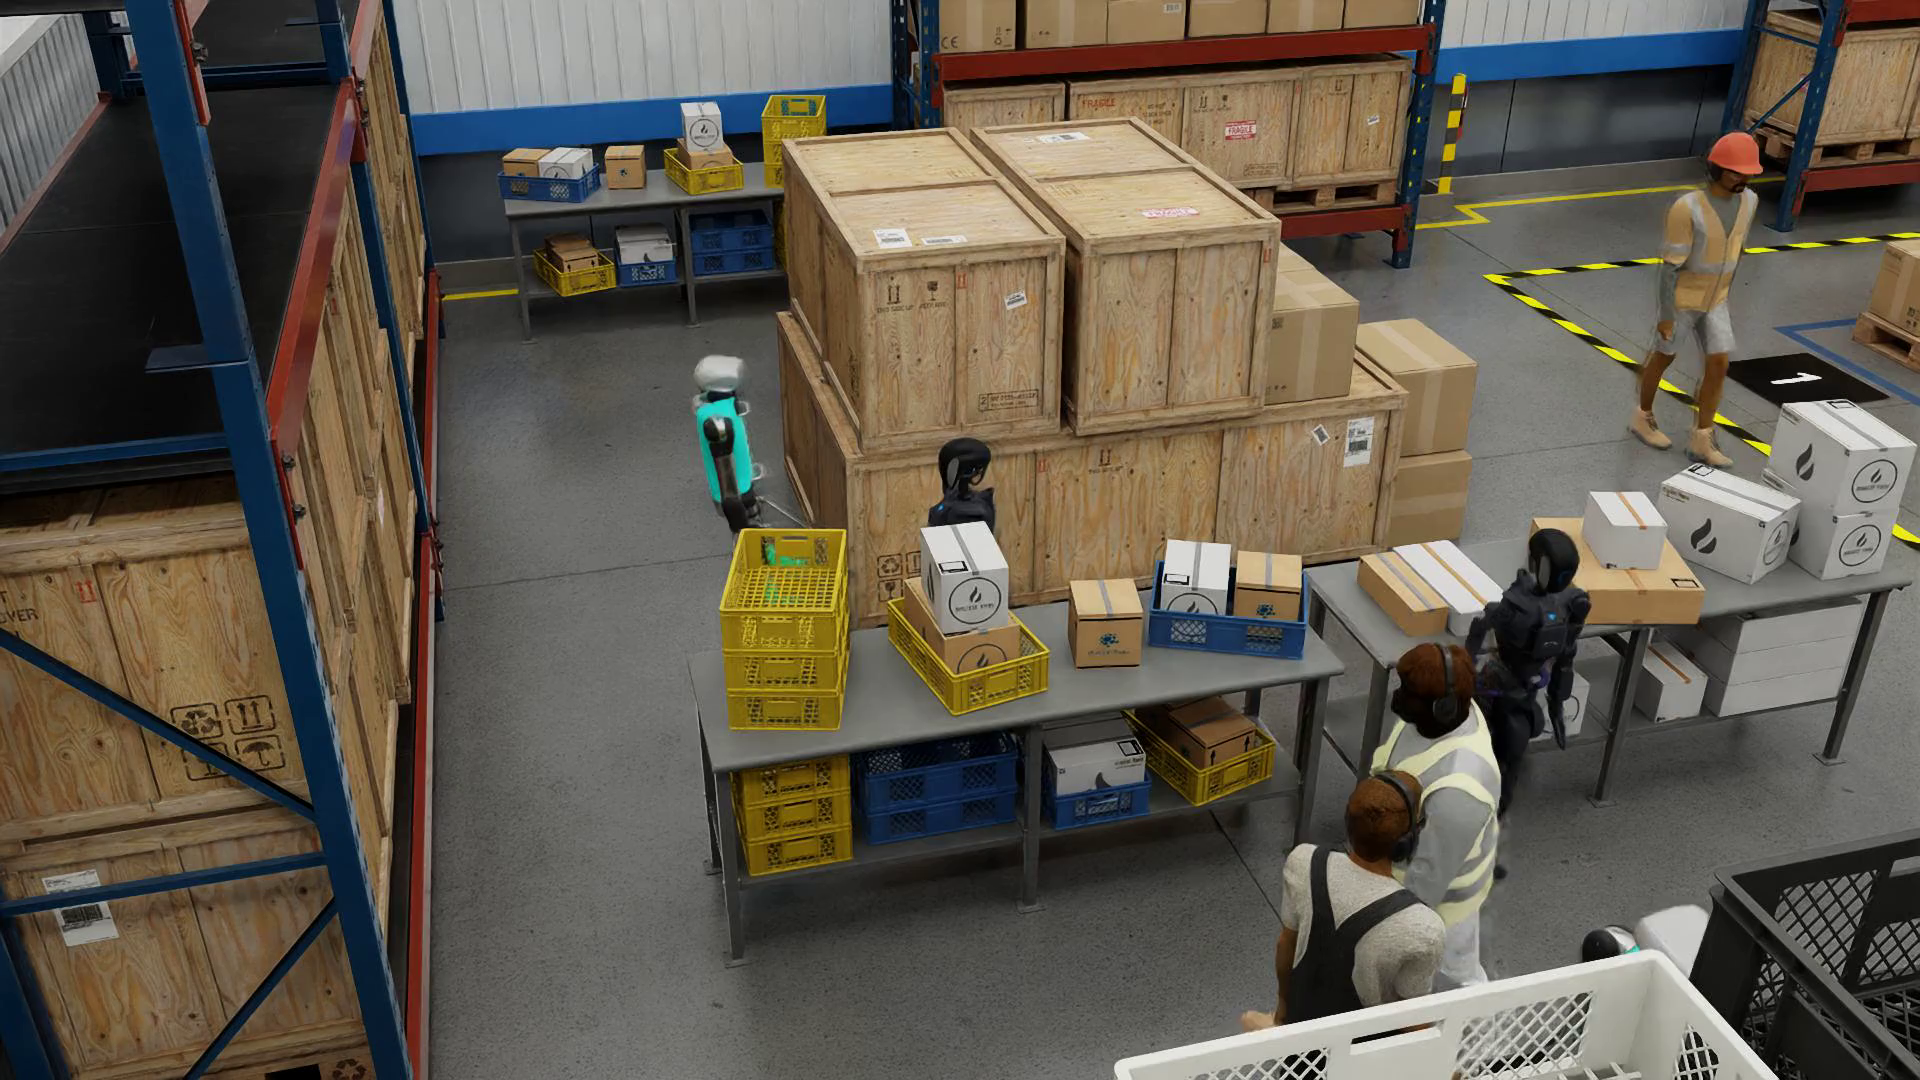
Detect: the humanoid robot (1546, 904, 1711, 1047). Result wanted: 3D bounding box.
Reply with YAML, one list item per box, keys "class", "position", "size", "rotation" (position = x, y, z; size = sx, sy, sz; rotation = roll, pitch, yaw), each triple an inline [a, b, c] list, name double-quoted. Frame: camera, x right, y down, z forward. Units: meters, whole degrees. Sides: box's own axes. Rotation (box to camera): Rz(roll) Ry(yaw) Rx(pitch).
- class: "humanoid robot"
  position: [1.548, 1.783, 4.383]
  size: [0.821, 1.782, 0.530]
  rotation: [-14, 32, -24]

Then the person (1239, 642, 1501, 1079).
- class: "person"
  position: [1.467, 1.118, 5.490]
  size: [0.934, 1.796, 0.653]
  rotation: [1, 29, 2]

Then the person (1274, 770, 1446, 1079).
- class: "person"
  position: [1.125, 1.451, 4.860]
  size: [0.340, 1.838, 0.505]
  rotation: [-25, 37, -38]

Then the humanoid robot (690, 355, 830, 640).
- class: "humanoid robot"
  position: [-0.737, -0.014, 7.672]
  size: [0.930, 1.778, 0.556]
  rotation: [-4, 29, -8]

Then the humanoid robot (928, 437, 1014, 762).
- class: "humanoid robot"
  position: [0.062, 0.290, 7.133]
  size: [0.561, 1.638, 0.600]
  rotation: [-8, 30, -14]

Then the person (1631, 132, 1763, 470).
- class: "person"
  position: [4.421, -1.380, 9.807]
  size: [0.632, 2.012, 0.872]
  rotation: [-8, 30, -14]

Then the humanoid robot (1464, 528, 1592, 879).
- class: "humanoid robot"
  position: [2.074, 0.655, 6.476]
  size: [0.607, 1.644, 0.440]
  rotation: [-11, 31, -19]
